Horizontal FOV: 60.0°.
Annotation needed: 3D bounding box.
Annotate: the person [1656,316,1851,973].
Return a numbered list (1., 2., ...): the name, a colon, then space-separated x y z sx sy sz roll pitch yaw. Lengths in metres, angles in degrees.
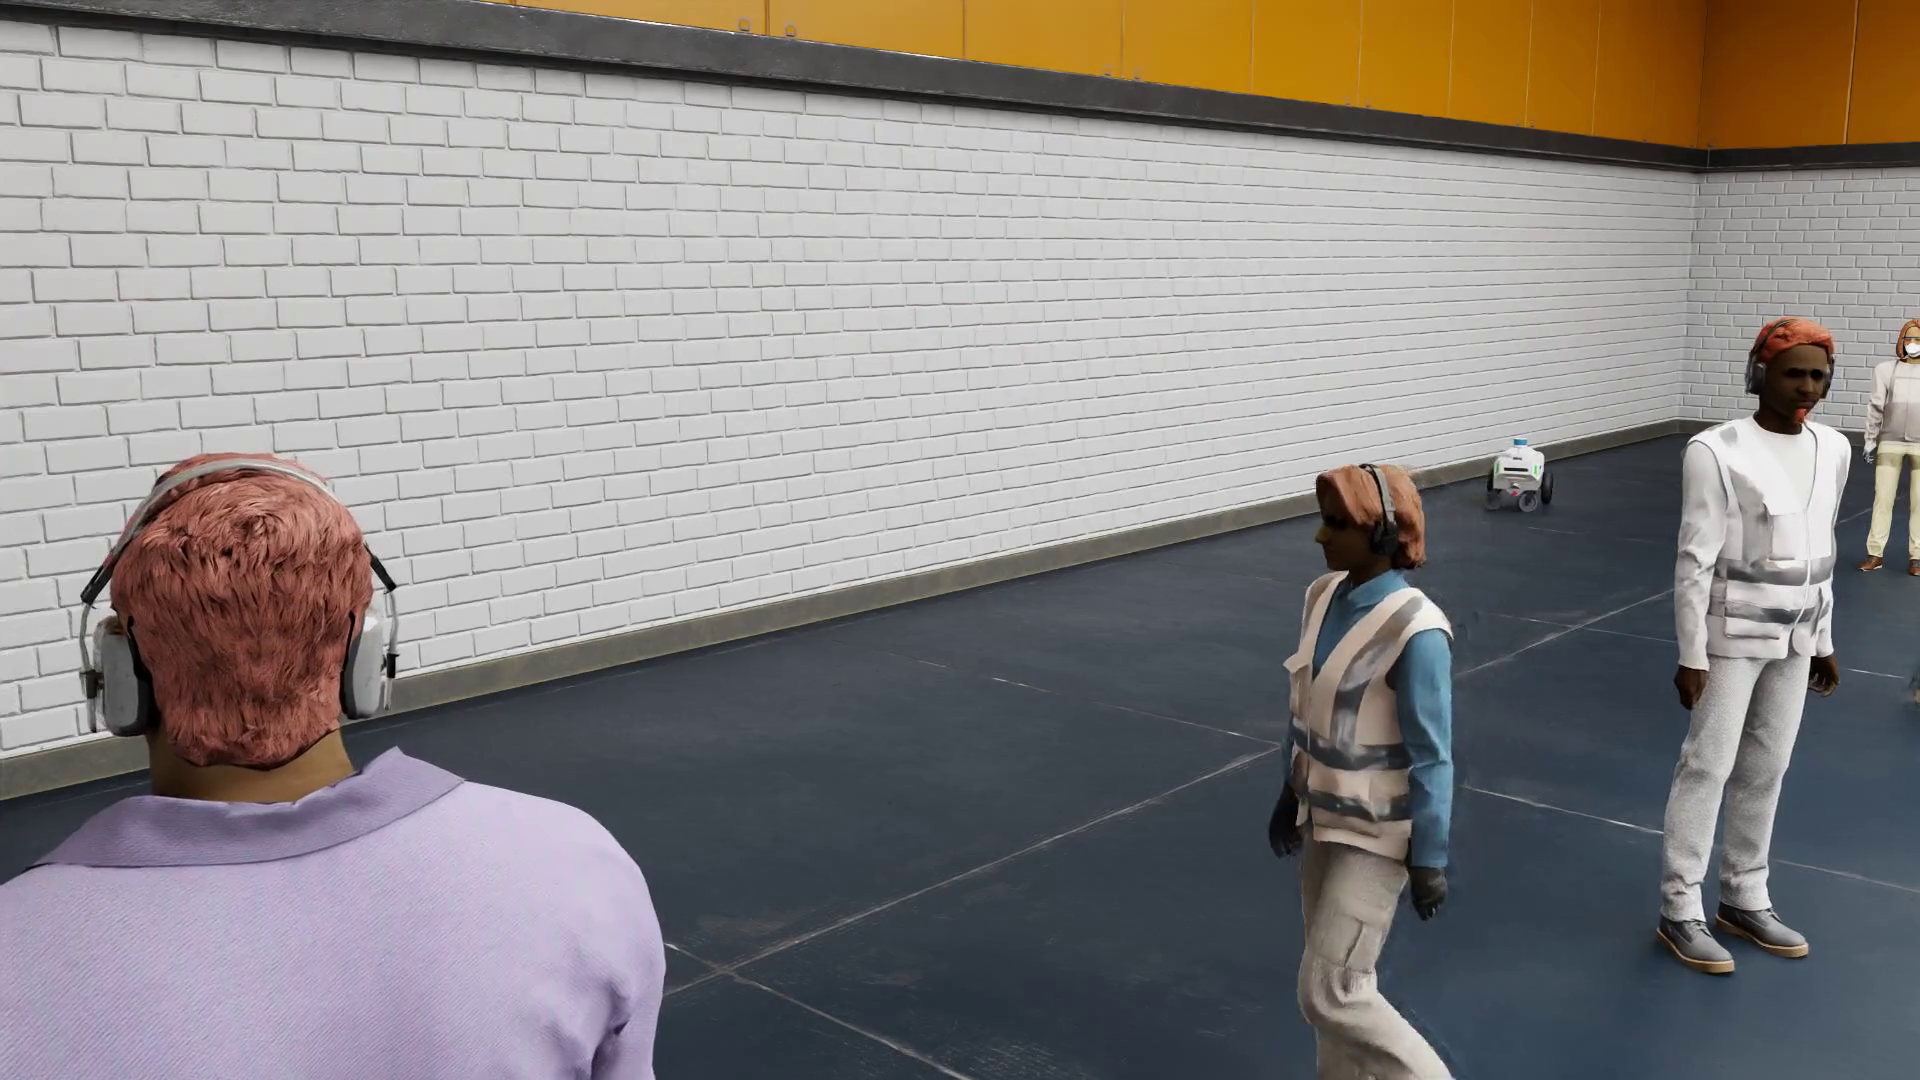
1. person: 2.302 0.302 4.809 0.581 1.882 0.339 -4 11 -21

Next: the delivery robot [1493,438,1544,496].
1. delivery robot: 4.481 -0.577 13.325 0.477 0.478 0.707 4 11 22

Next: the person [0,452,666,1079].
1. person: -0.575 0.875 1.482 0.642 1.909 0.399 -7 12 -34

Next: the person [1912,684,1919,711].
1. person: 4.682 -0.057 7.120 0.982 1.784 0.516 6 12 31

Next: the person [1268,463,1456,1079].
1. person: 0.860 0.637 3.627 0.388 1.625 0.523 -2 10 -11

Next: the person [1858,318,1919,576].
1. person: 6.036 -0.589 10.589 0.509 1.632 0.266 8 13 37
